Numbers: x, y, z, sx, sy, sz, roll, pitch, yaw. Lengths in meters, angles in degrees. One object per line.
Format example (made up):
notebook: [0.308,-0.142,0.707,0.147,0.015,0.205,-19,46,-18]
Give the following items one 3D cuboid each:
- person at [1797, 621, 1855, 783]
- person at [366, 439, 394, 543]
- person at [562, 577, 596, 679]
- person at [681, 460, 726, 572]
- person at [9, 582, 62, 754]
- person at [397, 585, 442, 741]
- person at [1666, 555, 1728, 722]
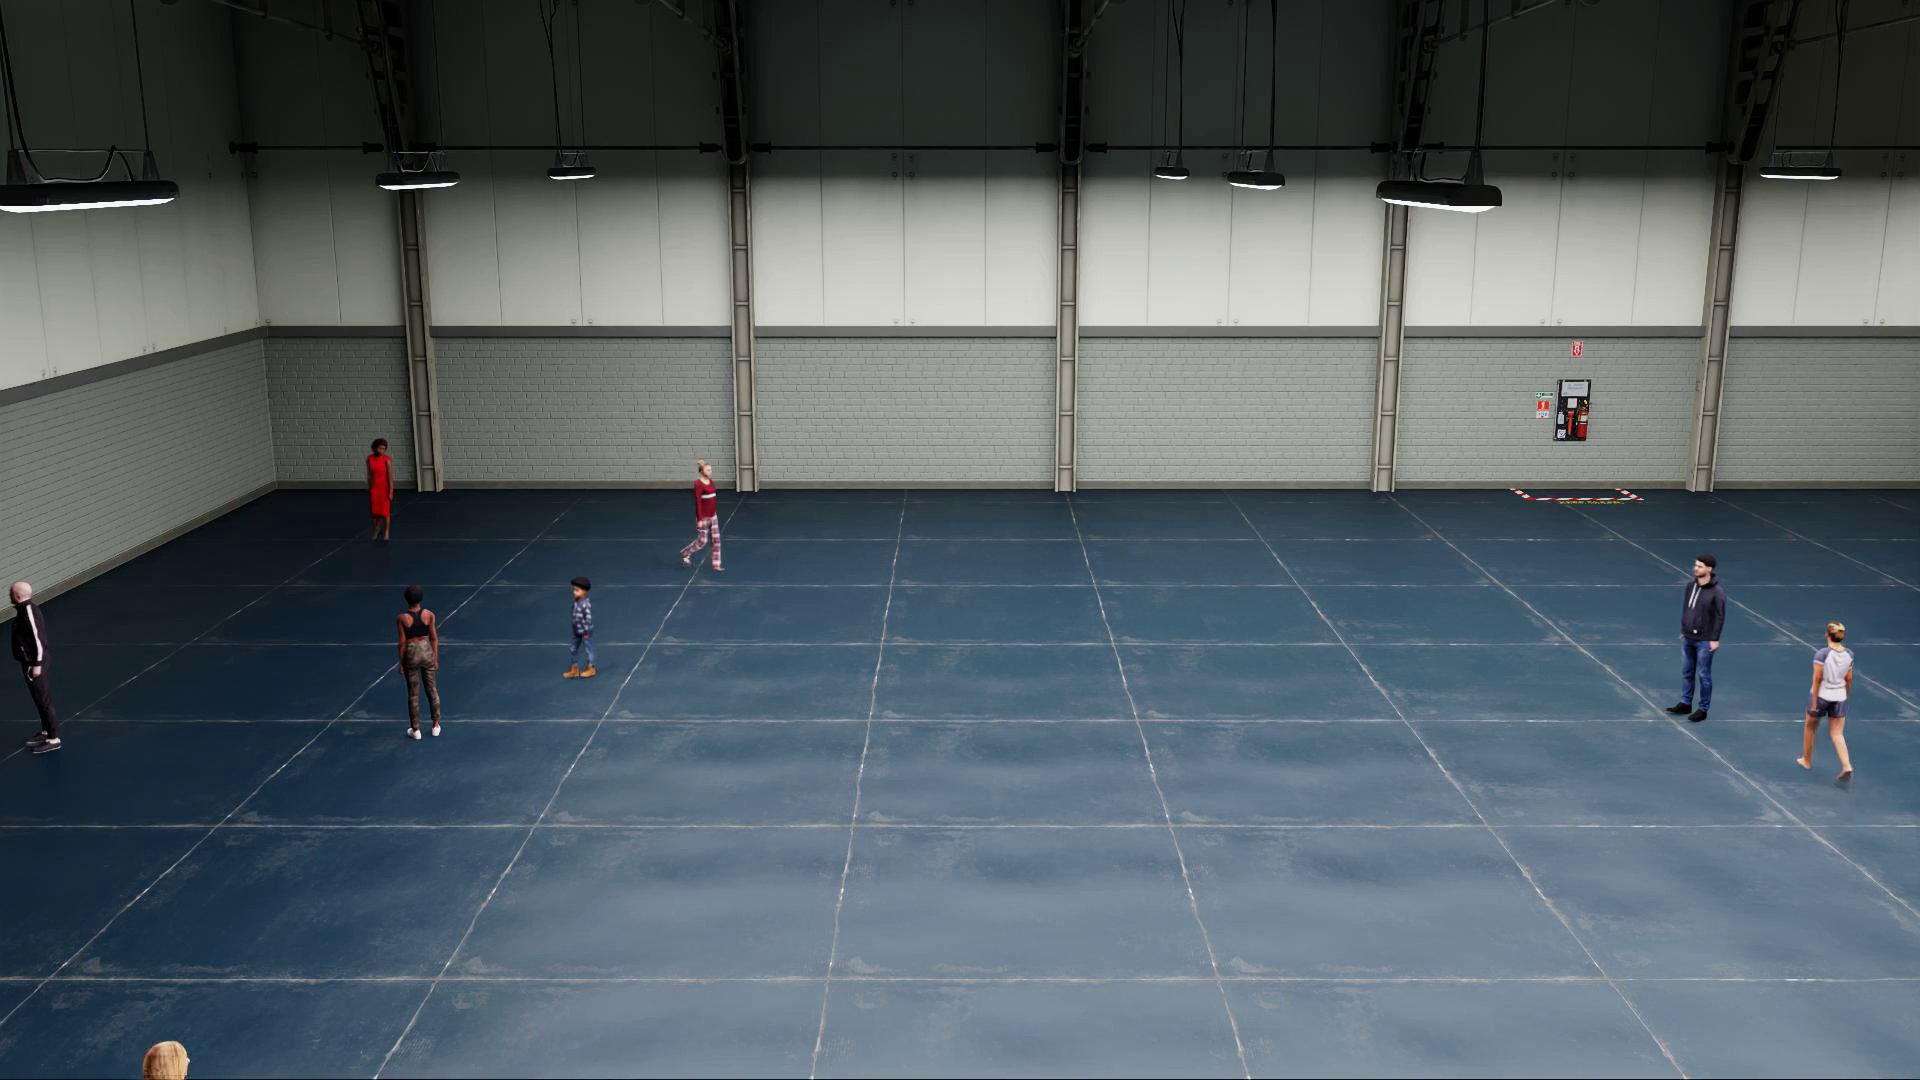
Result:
person: [8.784,1.638,16.728,0.899,1.602,0.635,0,13,-1]
person: [-9.408,-0.797,26.996,0.533,1.715,0.679,3,13,13]
person: [-4.515,1.049,20.071,0.689,1.242,0.736,9,16,35]
person: [-3.902,-0.361,25.186,1.063,1.681,0.895,7,15,27]
person: [-9.770,1.318,17.595,0.782,1.834,0.768,-9,16,-34]
person: [-5.846,1.302,17.963,0.624,1.700,0.723,-8,15,-30]
person: [8.265,1.069,18.540,0.706,1.893,0.744,-5,14,-20]
